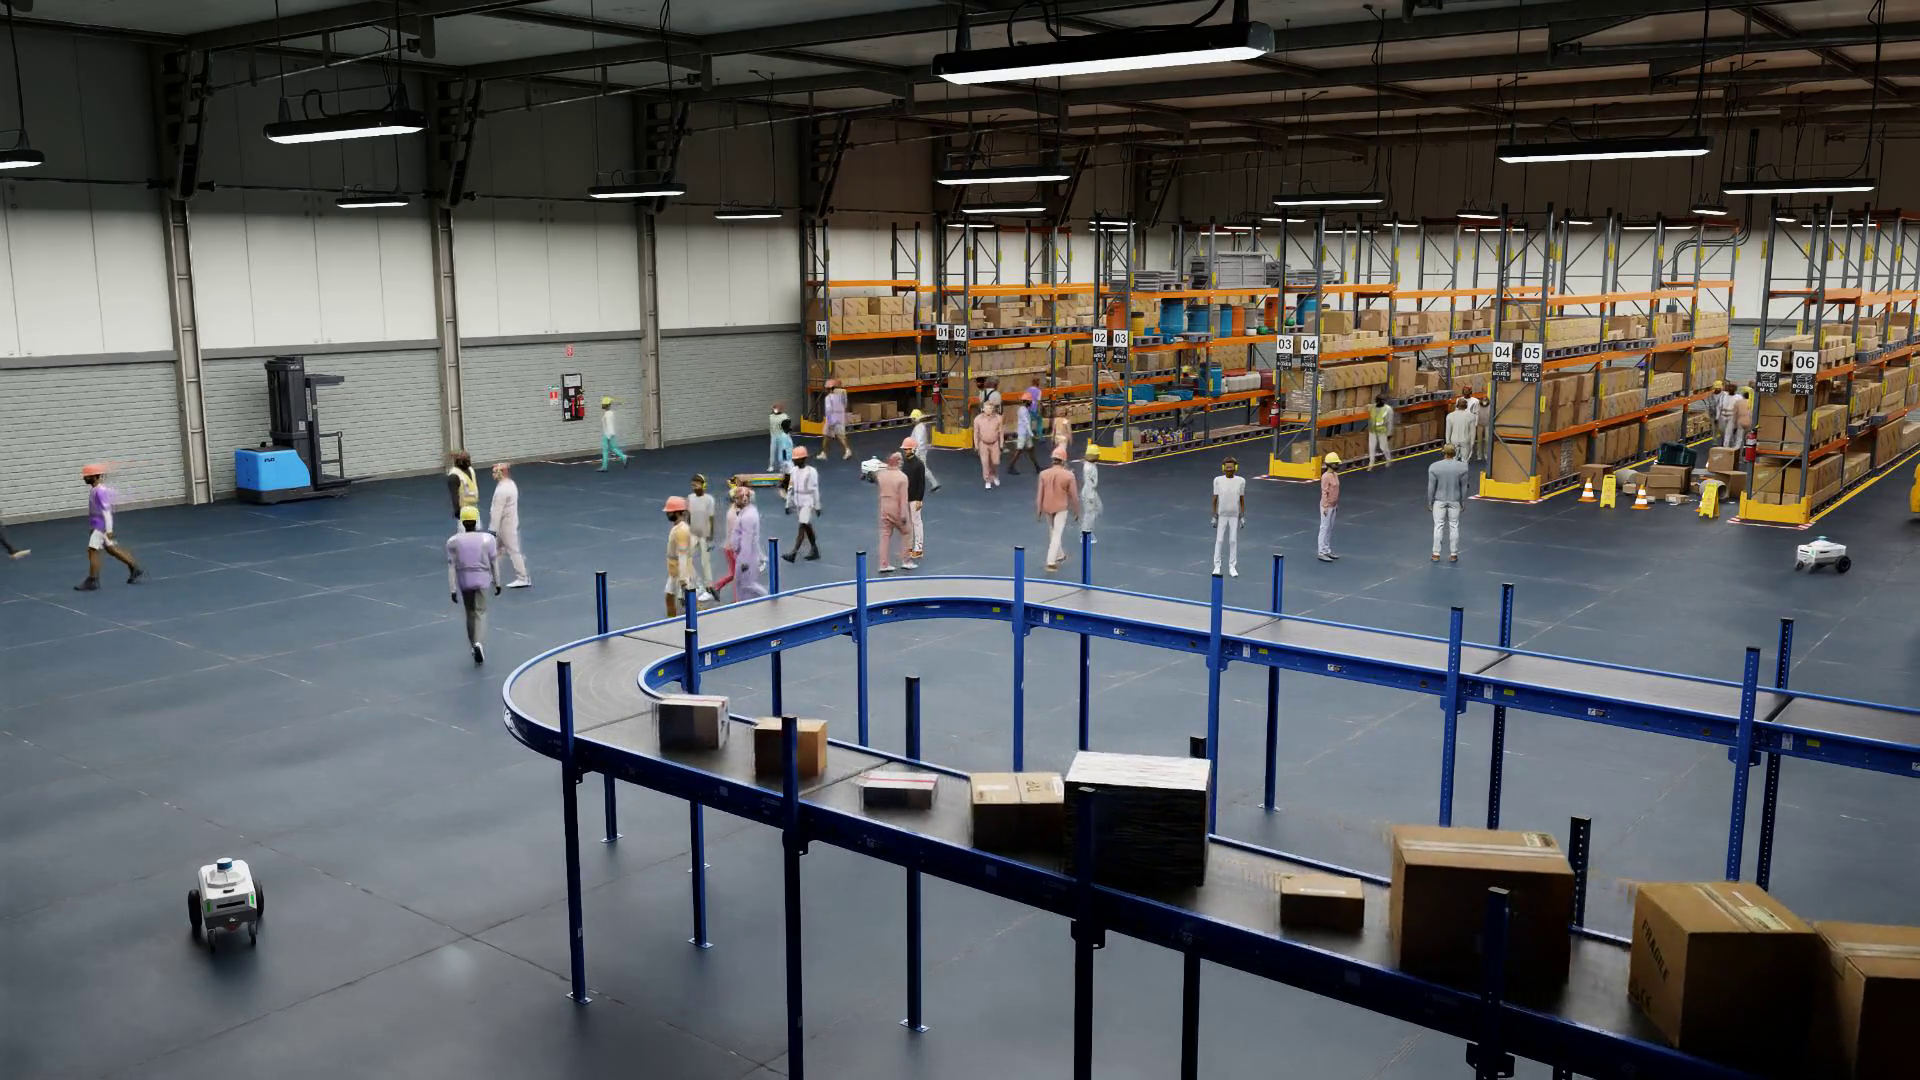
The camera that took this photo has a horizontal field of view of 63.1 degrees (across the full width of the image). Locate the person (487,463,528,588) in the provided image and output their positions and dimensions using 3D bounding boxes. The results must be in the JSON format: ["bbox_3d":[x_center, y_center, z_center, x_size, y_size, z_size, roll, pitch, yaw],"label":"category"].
[{"bbox_3d":[-6.926,-0.209,23.394,0.925,1.870,0.647,-1,10,-8],"label":"person"}]

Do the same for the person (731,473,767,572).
[{"bbox_3d":[-3.319,-0.241,24.281,0.522,1.615,0.704,6,12,32],"label":"person"}]

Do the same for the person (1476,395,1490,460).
[{"bbox_3d":[12.841,-2.741,38.345,0.530,1.608,0.686,2,10,13],"label":"person"}]

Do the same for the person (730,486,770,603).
[{"bbox_3d":[-2.815,0.198,21.072,0.716,1.880,0.652,-2,10,-9],"label":"person"}]

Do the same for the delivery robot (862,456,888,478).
[{"bbox_3d":[-1.906,-1.626,34.908,0.477,0.478,0.707,-6,12,-30],"label":"delivery robot"}]

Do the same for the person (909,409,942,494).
[{"bbox_3d":[-0.823,-1.852,32.839,0.893,1.797,0.599,-1,10,-6],"label":"person"}]

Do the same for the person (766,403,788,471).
[{"bbox_3d":[-4.248,-2.371,36.307,0.505,1.602,0.746,3,11,18],"label":"person"}]

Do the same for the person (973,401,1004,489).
[{"bbox_3d":[0.620,-2.036,33.626,0.660,1.887,0.417,0,10,-2],"label":"person"}]

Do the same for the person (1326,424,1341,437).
[{"bbox_3d":[9.622,-3.235,40.082,0.388,1.987,0.608,-7,12,-36],"label":"person"}]

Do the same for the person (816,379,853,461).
[{"bbox_3d":[-3.085,-2.946,38.426,0.998,2.013,0.617,6,12,30],"label":"person"}]

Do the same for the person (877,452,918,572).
[{"bbox_3d":[-0.982,-0.447,24.680,0.664,1.877,0.777,8,13,38],"label":"person"}]

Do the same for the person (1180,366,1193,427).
[{"bbox_3d":[6.662,-4.250,46.263,0.622,1.816,0.431,6,12,30],"label":"person"}]

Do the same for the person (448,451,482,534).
[{"bbox_3d":[-8.057,-0.547,25.391,0.487,1.830,0.648,2,10,11],"label":"person"}]

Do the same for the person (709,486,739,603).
[{"bbox_3d":[-3.217,0.109,21.951,0.548,1.742,0.551,0,10,-2],"label":"person"}]

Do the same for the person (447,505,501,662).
[{"bbox_3d":[-5.967,0.528,19.168,0.592,1.899,0.843,-1,10,-8],"label":"person"}]

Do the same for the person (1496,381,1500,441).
[{"bbox_3d":[13.560,-3.083,39.136,0.479,2.019,0.627,-9,14,-42],"label":"person"}]

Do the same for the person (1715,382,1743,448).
[{"bbox_3d":[19.499,-3.074,39.583,0.892,1.851,0.575,-6,12,-32],"label":"person"}]

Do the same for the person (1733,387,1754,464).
[{"bbox_3d":[19.015,-2.772,37.875,0.610,1.859,1.008,8,13,37],"label":"person"}]

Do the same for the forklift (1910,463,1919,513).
[{"bbox_3d":[19.034,-1.348,28.998,2.313,2.155,1.214,8,13,37],"label":"forklift"}]

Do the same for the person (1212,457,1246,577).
[{"bbox_3d":[4.169,-0.365,24.258,0.512,1.872,0.330,1,10,5],"label":"person"}]

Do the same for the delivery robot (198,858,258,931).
[{"bbox_3d":[-5.329,2.556,11.370,0.477,0.478,0.707,-5,11,-29],"label":"delivery robot"}]

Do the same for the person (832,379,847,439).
[{"bbox_3d":[-3.363,-3.620,43.227,0.514,1.641,0.307,0,10,2],"label":"person"}]

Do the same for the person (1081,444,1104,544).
[{"bbox_3d":[2.285,-0.796,27.081,0.399,1.726,0.502,3,10,15],"label":"person"}]

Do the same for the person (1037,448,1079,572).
[{"bbox_3d":[1.560,-0.494,24.811,0.642,1.936,1.044,5,11,27],"label":"person"}]

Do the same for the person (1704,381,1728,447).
[{"bbox_3d":[19.636,-3.234,40.583,0.539,1.806,0.615,-9,14,-42],"label":"person"}]

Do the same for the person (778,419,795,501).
[{"bbox_3d":[-3.515,-1.633,31.881,0.366,1.685,0.551,0,10,-1],"label":"person"}]

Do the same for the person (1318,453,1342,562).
[{"bbox_3d":[6.052,-0.549,25.578,0.303,1.772,0.526,6,12,32],"label":"person"}]

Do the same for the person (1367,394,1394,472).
[{"bbox_3d":[9.832,-2.521,36.564,0.635,1.824,0.739,8,13,39],"label":"person"}]

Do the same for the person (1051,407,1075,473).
[{"bbox_3d":[2.380,-2.206,35.339,0.836,1.597,0.544,-8,13,-38],"label":"person"}]

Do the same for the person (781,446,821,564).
[{"bbox_3d":[-2.612,-0.570,25.358,0.578,1.883,0.992,8,13,40],"label":"person"}]

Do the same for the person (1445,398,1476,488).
[{"bbox_3d":[10.811,-2.099,33.819,0.627,1.940,0.372,4,11,21],"label":"person"}]

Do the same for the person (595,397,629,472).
[{"bbox_3d":[-8.138,-2.471,36.434,0.693,1.745,0.531,0,10,-2],"label":"person"}]

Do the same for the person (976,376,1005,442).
[{"bbox_3d":[0.762,-3.298,40.632,0.746,1.923,0.641,-4,11,-19],"label":"person"}]

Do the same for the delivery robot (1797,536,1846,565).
[{"bbox_3d":[13.612,0.186,24.712,0.707,0.478,0.477,-3,10,-18],"label":"delivery robot"}]

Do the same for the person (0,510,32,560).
[{"bbox_3d":[-15.571,-0.505,25.219,0.948,1.798,0.508,-6,12,-29],"label":"person"}]

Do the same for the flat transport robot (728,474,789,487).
[{"bbox_3d":[-4.330,-1.306,34.173,1.431,0.197,0.652,-2,10,-11],"label":"flat transport robot"}]

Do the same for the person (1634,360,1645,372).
[{"bbox_3d":[20.625,-4.482,47.328,0.969,1.912,0.617,5,11,25],"label":"person"}]

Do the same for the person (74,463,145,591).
[{"bbox_3d":[-12.800,-0.232,23.453,0.944,1.905,0.556,-7,12,-35],"label":"person"}]

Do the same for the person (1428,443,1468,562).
[{"bbox_3d":[7.931,-0.618,25.488,0.631,1.940,0.372,2,10,9],"label":"person"}]

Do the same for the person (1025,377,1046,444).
[{"bbox_3d":[1.936,-3.454,41.820,0.564,1.812,0.881,9,13,40],"label":"person"}]

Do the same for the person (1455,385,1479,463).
[{"bbox_3d":[12.306,-2.824,38.058,0.587,1.882,0.341,7,12,36],"label":"person"}]

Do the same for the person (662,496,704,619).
[{"bbox_3d":[-3.503,0.377,19.974,0.831,1.915,0.548,-3,11,-18],"label":"person"}]

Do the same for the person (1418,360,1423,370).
[{"bbox_3d":[15.201,-5.138,51.706,0.774,1.673,0.536,6,12,30],"label":"person"}]

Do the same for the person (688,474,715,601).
[{"bbox_3d":[-3.736,-0.032,22.448,0.543,1.844,0.498,6,12,30],"label":"person"}]

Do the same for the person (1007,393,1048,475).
[{"bbox_3d":[1.519,-2.420,35.802,0.969,1.888,0.557,1,10,8],"label":"person"}]

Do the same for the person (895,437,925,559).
[{"bbox_3d":[-0.813,-0.704,25.814,0.378,1.995,0.612,-8,13,-38],"label":"person"}]

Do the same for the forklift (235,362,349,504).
[{"bbox_3d":[-13.803,-2.244,32.110,1.129,2.768,1.873,8,13,37],"label":"forklift"}]

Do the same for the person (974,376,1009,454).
[{"bbox_3d":[0.780,-3.169,39.675,0.983,2.000,0.685,-9,14,-43],"label":"person"}]

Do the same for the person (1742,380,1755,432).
[{"bbox_3d":[21.903,-3.628,43.332,0.540,1.612,0.581,4,11,20],"label":"person"}]
